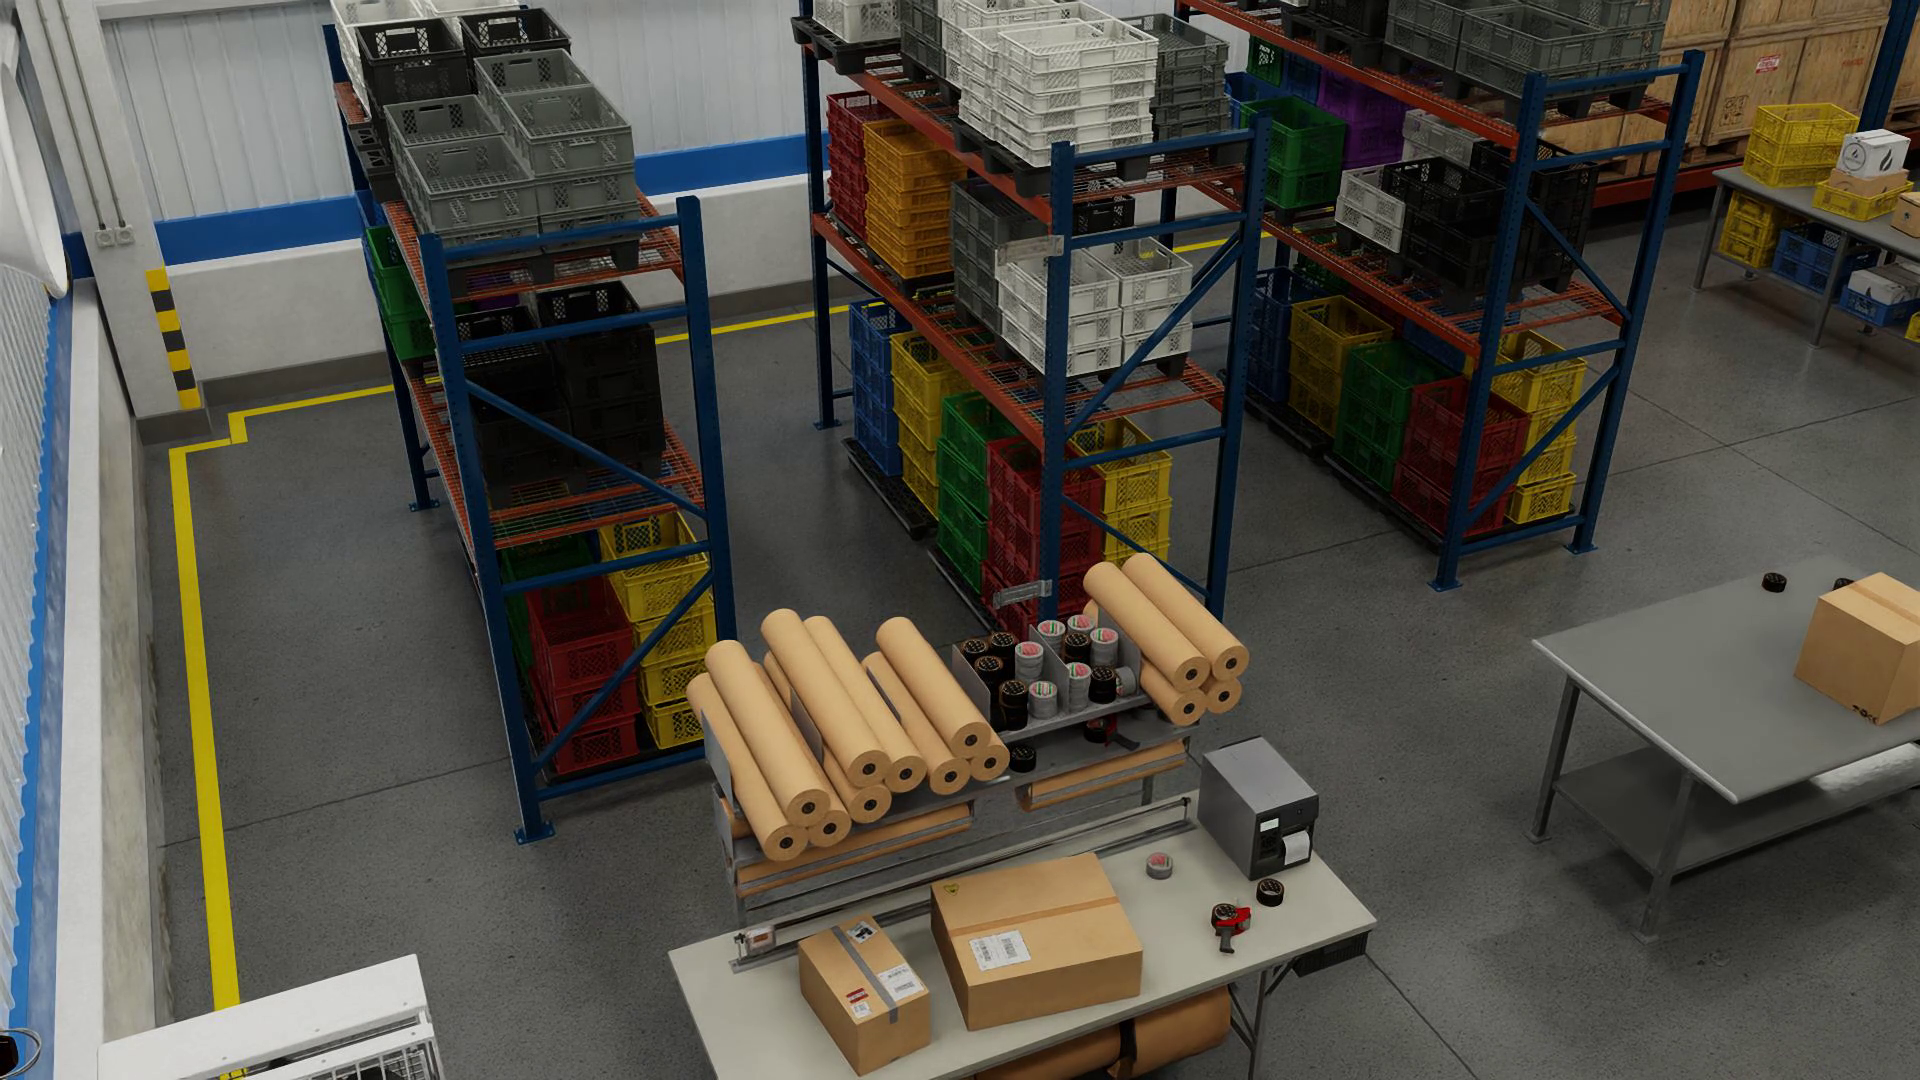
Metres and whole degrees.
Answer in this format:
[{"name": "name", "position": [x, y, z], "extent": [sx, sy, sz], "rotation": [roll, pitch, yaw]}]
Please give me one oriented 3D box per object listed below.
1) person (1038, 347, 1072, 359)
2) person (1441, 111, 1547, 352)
[{"name": "person", "position": [0.608, -2.087, 11.861], "extent": [0.599, 1.835, 0.930], "rotation": [-8, 33, -13]}, {"name": "person", "position": [3.775, -2.284, 12.115], "extent": [0.690, 1.909, 0.649], "rotation": [9, 33, 14]}]
